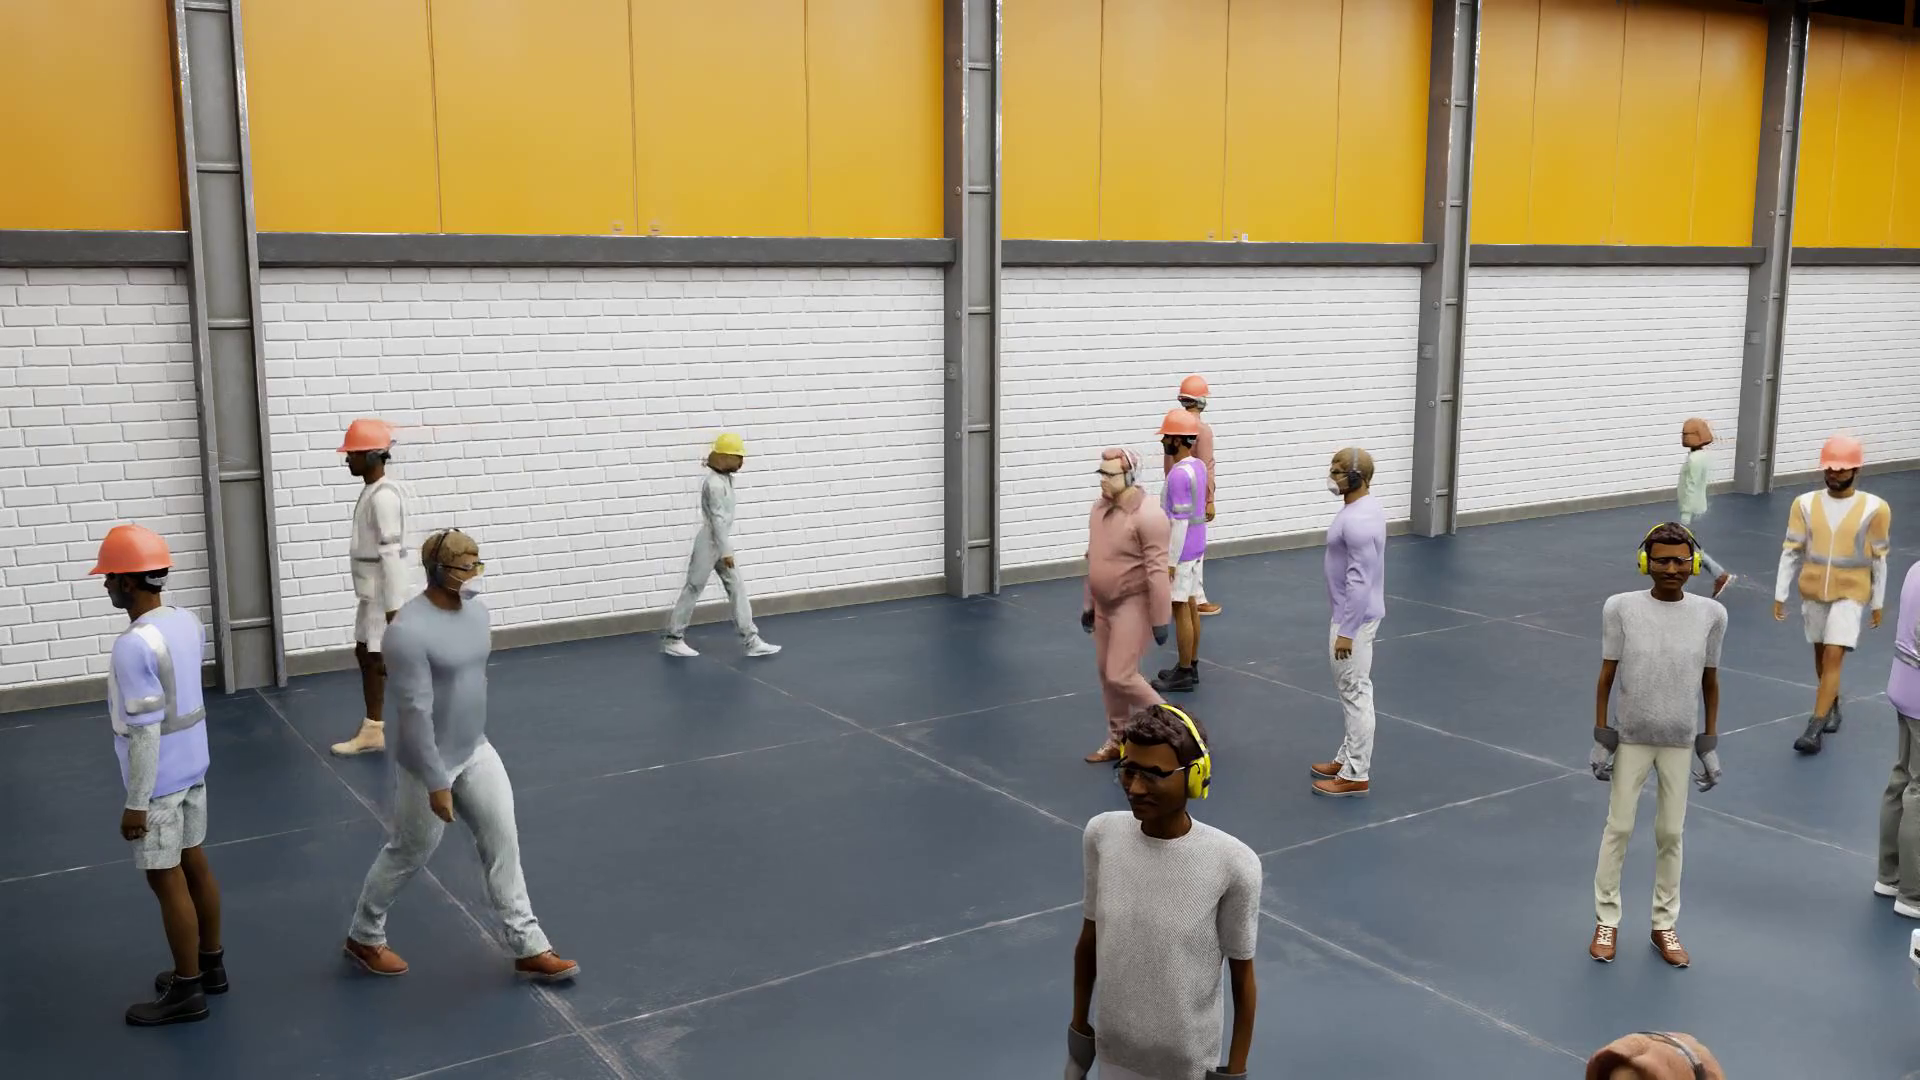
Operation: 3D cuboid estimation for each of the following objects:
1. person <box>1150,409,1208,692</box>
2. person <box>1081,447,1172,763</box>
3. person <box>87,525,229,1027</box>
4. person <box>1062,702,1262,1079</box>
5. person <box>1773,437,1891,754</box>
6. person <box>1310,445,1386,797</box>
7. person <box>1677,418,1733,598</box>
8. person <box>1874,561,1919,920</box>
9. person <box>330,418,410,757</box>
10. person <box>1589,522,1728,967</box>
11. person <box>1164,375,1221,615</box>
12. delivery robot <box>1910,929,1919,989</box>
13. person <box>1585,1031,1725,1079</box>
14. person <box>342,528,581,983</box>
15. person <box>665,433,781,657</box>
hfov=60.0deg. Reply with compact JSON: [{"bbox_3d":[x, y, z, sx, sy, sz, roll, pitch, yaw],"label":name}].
[{"bbox_3d":[1.492,0.073,11.370,0.360,1.939,0.543,4,10,21],"label":"person"},{"bbox_3d":[0.966,0.394,9.608,0.474,1.893,0.635,-4,10,-24],"label":"person"},{"bbox_3d":[-3.099,0.900,6.400,0.373,1.935,0.552,-1,9,-3],"label":"person"},{"bbox_3d":[0.478,1.311,4.125,0.510,1.872,0.328,6,11,32],"label":"person"},{"bbox_3d":[5.288,0.310,10.108,0.565,1.886,0.994,9,13,43],"label":"person"},{"bbox_3d":[2.144,0.443,9.145,0.373,1.940,0.629,2,10,13],"label":"person"},{"bbox_3d":[6.283,-0.231,14.167,0.522,1.618,0.504,4,10,25],"label":"person"},{"bbox_3d":[4.368,0.734,7.435,0.383,1.923,0.589,3,10,15],"label":"person"},{"bbox_3d":[-3.357,0.283,9.872,0.757,2.024,0.611,-4,10,-23],"label":"person"},{"bbox_3d":[2.897,0.848,6.928,0.508,1.867,0.329,2,10,12],"label":"person"},{"bbox_3d":[1.932,-0.372,13.880,0.374,1.997,0.613,-5,11,-28],"label":"person"},{"bbox_3d":[3.921,1.585,6.140,0.707,0.478,0.477,0,9,1],"label":"delivery robot"},{"bbox_3d":[1.169,1.628,2.893,0.306,1.643,0.523,-2,10,-12],"label":"person"},{"bbox_3d":[-2.087,0.879,6.701,1.021,1.896,0.636,3,10,19],"label":"person"},{"bbox_3d":[-1.806,0.047,12.287,0.873,1.683,0.475,2,10,9],"label":"person"}]
